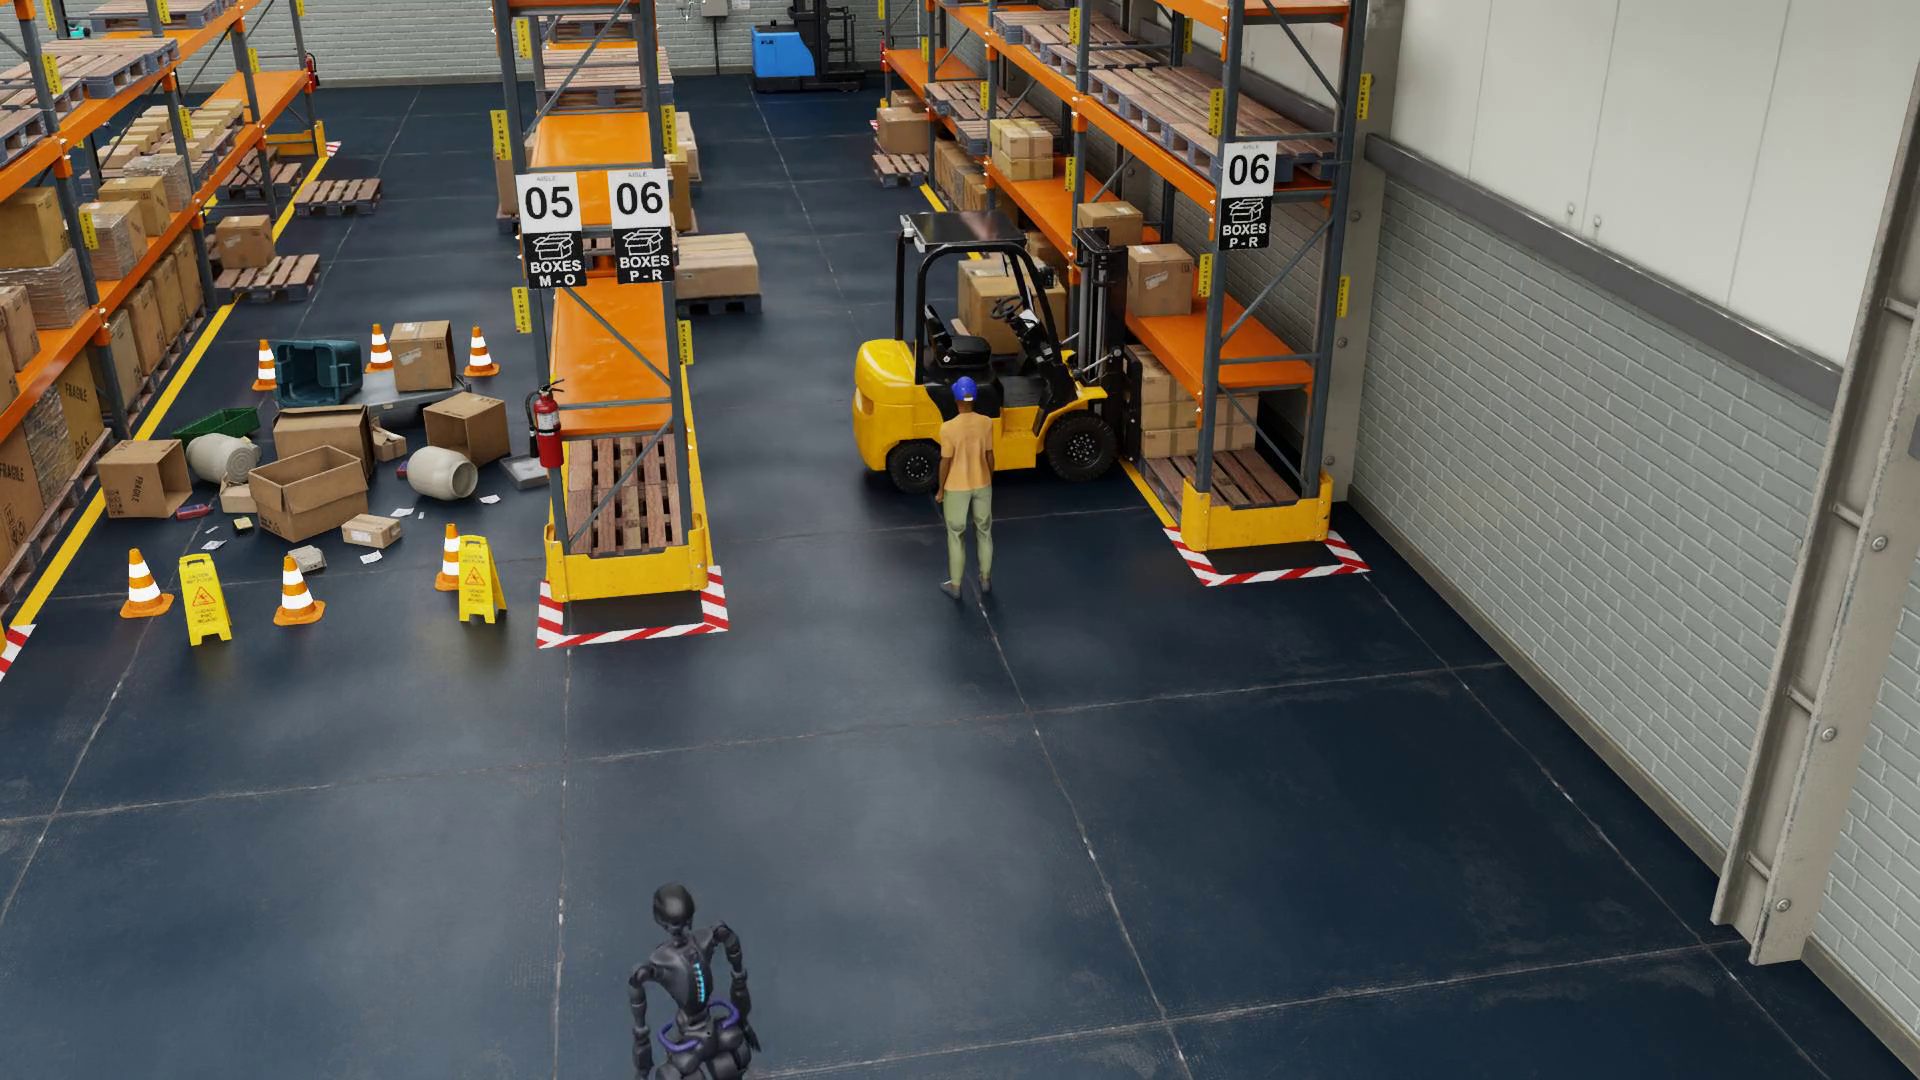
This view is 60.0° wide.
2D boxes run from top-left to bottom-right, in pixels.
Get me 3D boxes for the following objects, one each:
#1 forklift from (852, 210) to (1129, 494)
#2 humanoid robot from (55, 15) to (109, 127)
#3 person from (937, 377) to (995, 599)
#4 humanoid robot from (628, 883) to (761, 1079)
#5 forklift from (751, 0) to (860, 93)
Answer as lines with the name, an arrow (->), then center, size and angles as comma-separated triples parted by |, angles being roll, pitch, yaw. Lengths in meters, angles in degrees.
forklift -> 0.216, -1.659, 14.366 | 2.313, 2.155, 1.214 | -5, 26, -10
humanoid robot -> -14.498, -7.682, 27.568 | 0.550, 1.908, 0.722 | -22, 33, -38
person -> 0.041, -0.393, 12.275 | 0.437, 1.717, 0.352 | -10, 27, -20
humanoid robot -> -1.083, 2.156, 7.026 | 0.632, 1.641, 0.391 | -20, 32, -35
forklift -> -2.872, -9.679, 30.288 | 1.873, 2.768, 1.129 | -5, 26, -10
